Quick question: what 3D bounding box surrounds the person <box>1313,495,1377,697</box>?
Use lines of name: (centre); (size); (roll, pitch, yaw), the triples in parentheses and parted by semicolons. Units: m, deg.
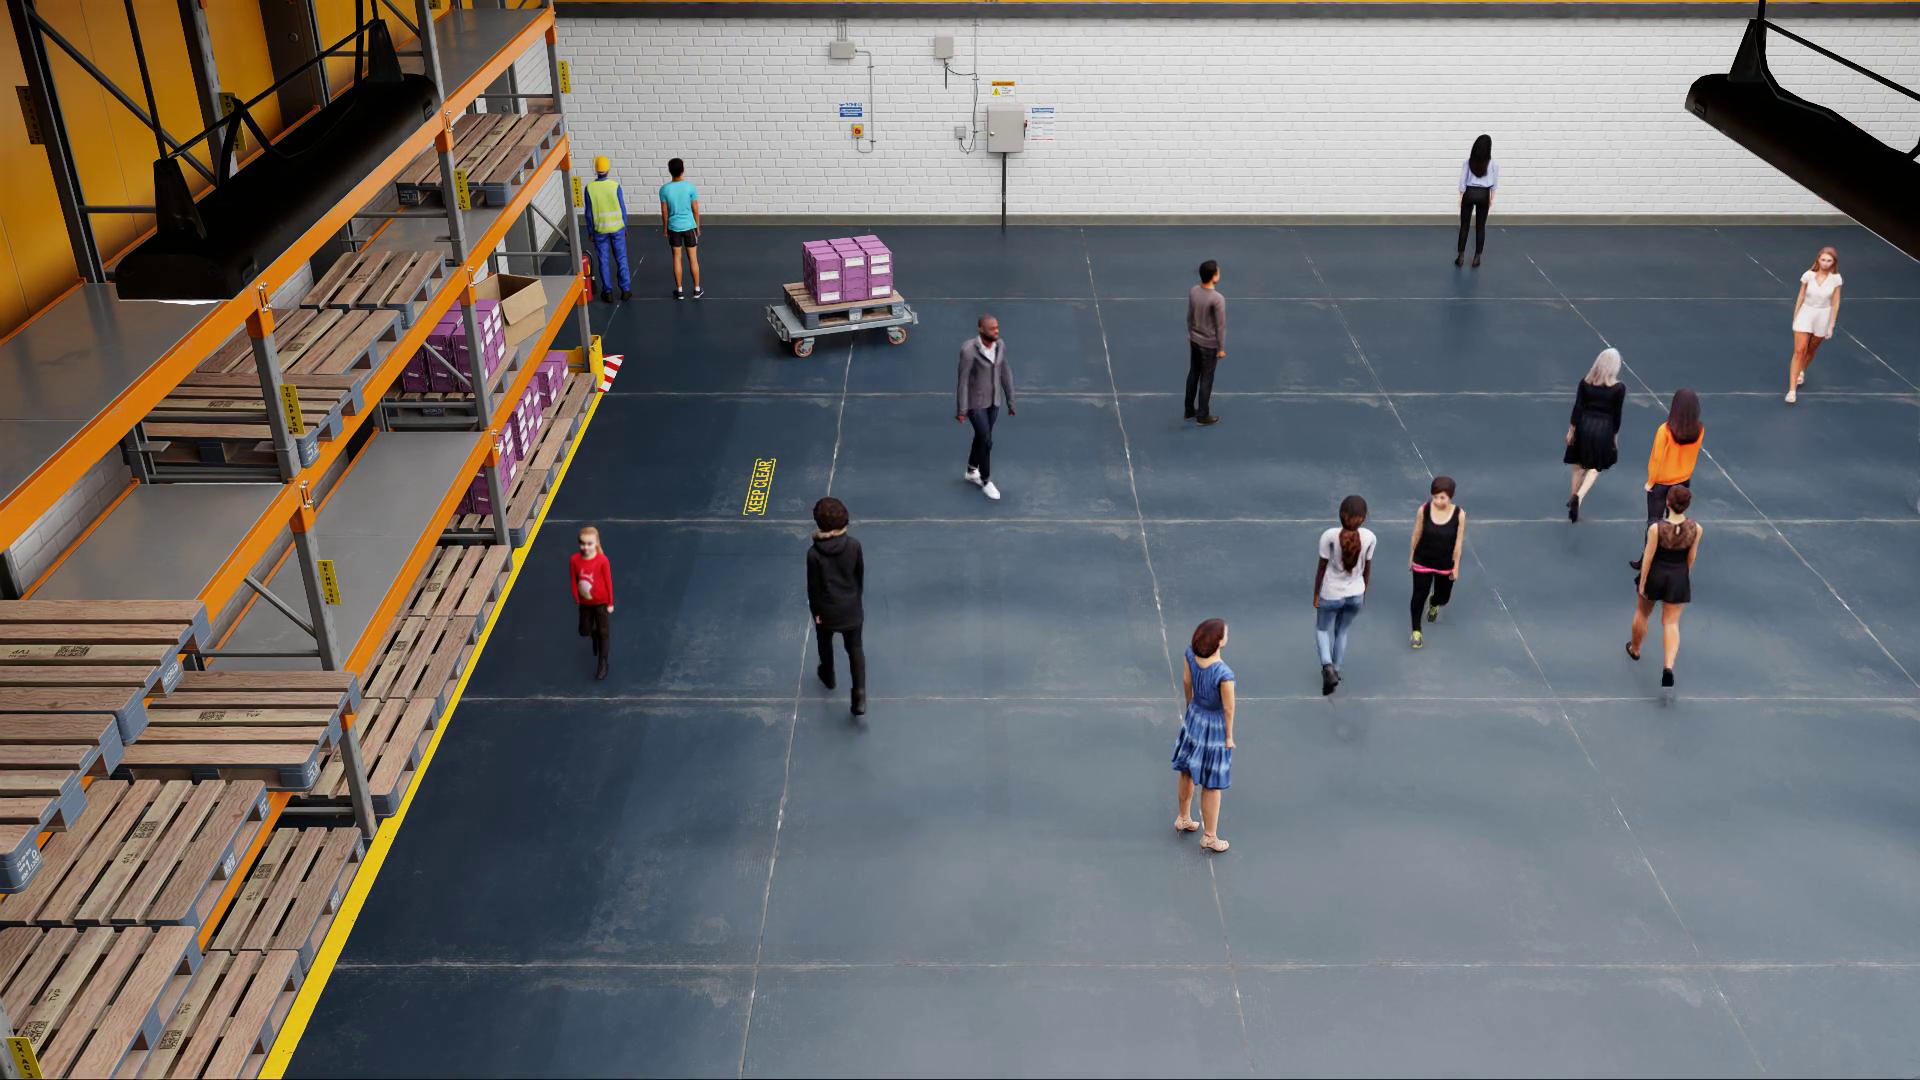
person: (2.956, 0.478, 12.781); (0.578, 1.705, 0.775); (-2, 29, -3)

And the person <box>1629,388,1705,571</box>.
person: (6.223, -0.519, 14.564); (0.680, 1.748, 0.651); (-9, 30, -15)

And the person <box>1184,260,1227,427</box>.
person: (2.545, -2.069, 17.385); (0.676, 1.766, 0.777); (20, 34, 32)

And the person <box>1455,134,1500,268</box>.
person: (6.744, -4.438, 21.754); (0.700, 1.743, 0.639); (7, 29, 13)

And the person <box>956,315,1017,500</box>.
person: (0.157, -1.333, 16.007); (0.991, 1.794, 1.055); (-22, 35, -34)

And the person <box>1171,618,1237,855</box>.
person: (1.662, 1.304, 11.162); (0.814, 1.806, 0.710); (-18, 34, -30)

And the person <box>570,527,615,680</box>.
person: (-2.901, 0.459, 13.267); (0.508, 1.273, 0.689); (2, 29, 3)

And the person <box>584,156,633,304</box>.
person: (-4.373, -3.859, 20.620); (0.729, 1.812, 0.675); (-9, 30, -16)

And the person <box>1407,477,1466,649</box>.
person: (3.891, 0.137, 13.586); (0.679, 1.533, 0.836); (8, 30, 15)

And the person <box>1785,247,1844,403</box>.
person: (9.292, -2.380, 18.082); (0.929, 1.646, 1.204); (14, 31, 23)

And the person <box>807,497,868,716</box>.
person: (-0.894, 0.526, 12.643); (0.810, 1.753, 1.180); (-7, 29, -13)

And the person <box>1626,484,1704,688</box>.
person: (5.553, 0.364, 13.044); (0.686, 1.653, 1.044); (4, 29, 8)

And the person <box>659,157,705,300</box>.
person: (-3.456, -3.872, 20.682); (0.648, 1.776, 0.573); (-5, 29, -8)

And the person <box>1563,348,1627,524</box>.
person: (5.825, -0.909, 15.290); (0.848, 1.737, 0.943); (15, 32, 25)
